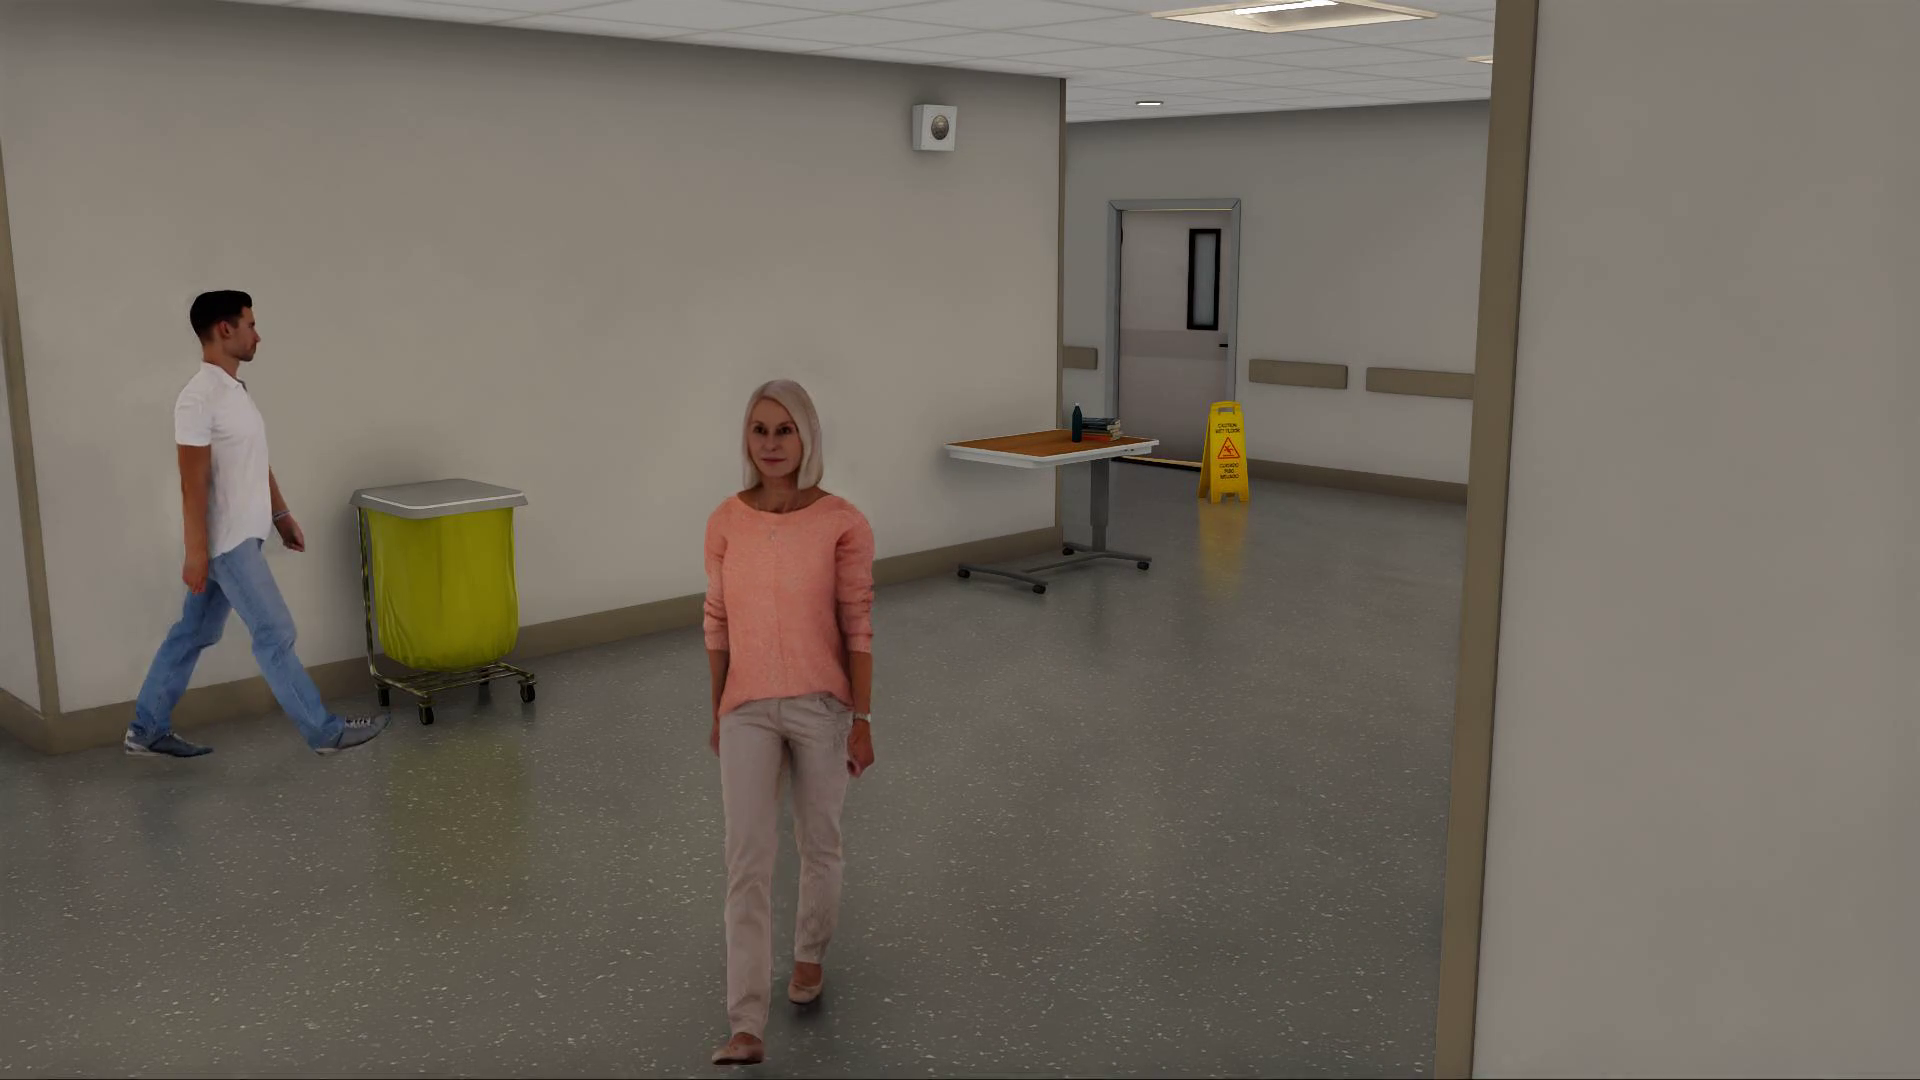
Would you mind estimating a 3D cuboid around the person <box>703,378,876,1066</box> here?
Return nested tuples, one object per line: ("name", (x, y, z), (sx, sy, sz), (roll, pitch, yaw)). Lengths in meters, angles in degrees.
("person", (-0.426, 0.439, 4.367), (1.039, 1.694, 1.072), (1, 11, 3))

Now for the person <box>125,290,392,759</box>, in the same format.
("person", (-2.878, 0.018, 6.315), (1.181, 1.796, 1.253), (-2, 11, -10))
